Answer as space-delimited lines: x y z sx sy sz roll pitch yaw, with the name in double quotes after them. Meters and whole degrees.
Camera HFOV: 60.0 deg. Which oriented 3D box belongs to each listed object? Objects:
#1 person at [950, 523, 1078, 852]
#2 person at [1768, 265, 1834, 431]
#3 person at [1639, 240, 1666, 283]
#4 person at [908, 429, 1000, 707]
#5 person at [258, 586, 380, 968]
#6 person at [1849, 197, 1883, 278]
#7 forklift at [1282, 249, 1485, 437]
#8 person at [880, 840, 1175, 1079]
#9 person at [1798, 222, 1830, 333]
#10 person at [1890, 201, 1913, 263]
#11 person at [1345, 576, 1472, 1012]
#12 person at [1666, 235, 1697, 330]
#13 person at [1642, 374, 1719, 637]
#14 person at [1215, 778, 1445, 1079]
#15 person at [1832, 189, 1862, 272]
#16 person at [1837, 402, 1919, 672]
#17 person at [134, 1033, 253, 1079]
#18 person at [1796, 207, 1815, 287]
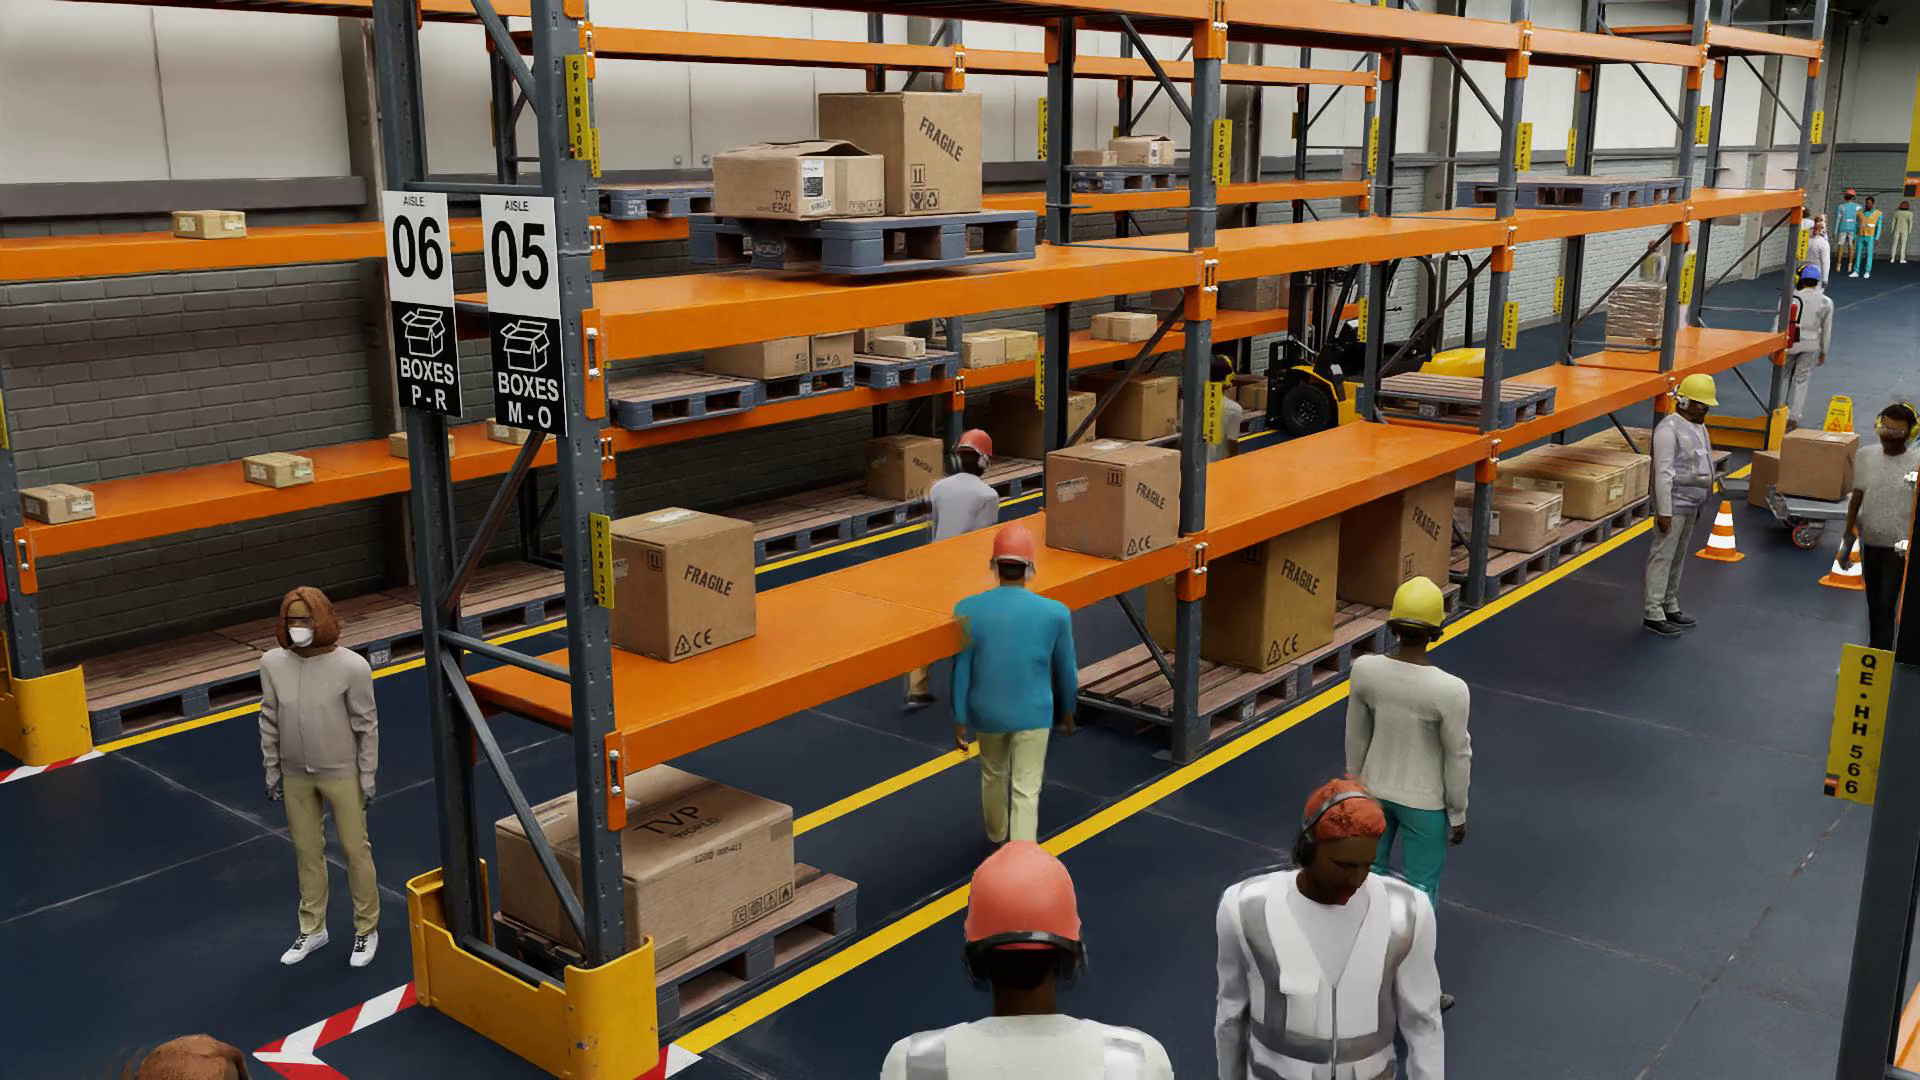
0.254 0.760 7.669 0.568 1.701 0.878 3 14 12 "person"
9.865 -2.262 19.562 0.640 1.899 0.721 7 15 25 "person"
11.906 -4.370 28.742 0.470 1.606 0.532 -9 16 -33 "person"
0.036 0.164 10.157 0.589 1.675 0.982 12 18 40 "person"
-2.654 0.981 6.907 0.503 1.636 0.280 2 14 6 "person"
21.734 -7.260 39.879 0.376 1.917 0.599 -11 18 -39 "person"
4.886 -2.214 18.767 2.313 2.155 1.214 11 18 38 "forklift"
0.135 1.607 3.629 0.639 1.986 1.030 0 14 -1 "person"
14.891 -4.574 28.983 0.406 1.903 0.639 -4 14 -17 "person"
25.099 -8.215 44.355 0.506 1.632 0.268 13 19 42 "person"
1.749 1.008 6.526 0.528 1.772 0.300 13 19 42 "person"
12.010 -4.189 27.609 0.761 1.814 0.592 -12 18 -41 "person"
5.001 -0.251 11.543 0.403 1.822 0.589 13 19 42 "person"
0.963 1.489 4.442 0.573 1.836 0.951 0 14 -1 "person"
22.134 -7.725 41.532 0.605 2.037 0.394 3 14 13 "person"
5.734 0.051 10.315 0.639 1.832 0.505 -7 15 -25 "person"
-1.672 1.802 3.608 0.646 1.614 0.511 -2 14 -9 "person"
18.593 -6.447 36.777 0.534 1.810 0.888 6 15 22 "person"
